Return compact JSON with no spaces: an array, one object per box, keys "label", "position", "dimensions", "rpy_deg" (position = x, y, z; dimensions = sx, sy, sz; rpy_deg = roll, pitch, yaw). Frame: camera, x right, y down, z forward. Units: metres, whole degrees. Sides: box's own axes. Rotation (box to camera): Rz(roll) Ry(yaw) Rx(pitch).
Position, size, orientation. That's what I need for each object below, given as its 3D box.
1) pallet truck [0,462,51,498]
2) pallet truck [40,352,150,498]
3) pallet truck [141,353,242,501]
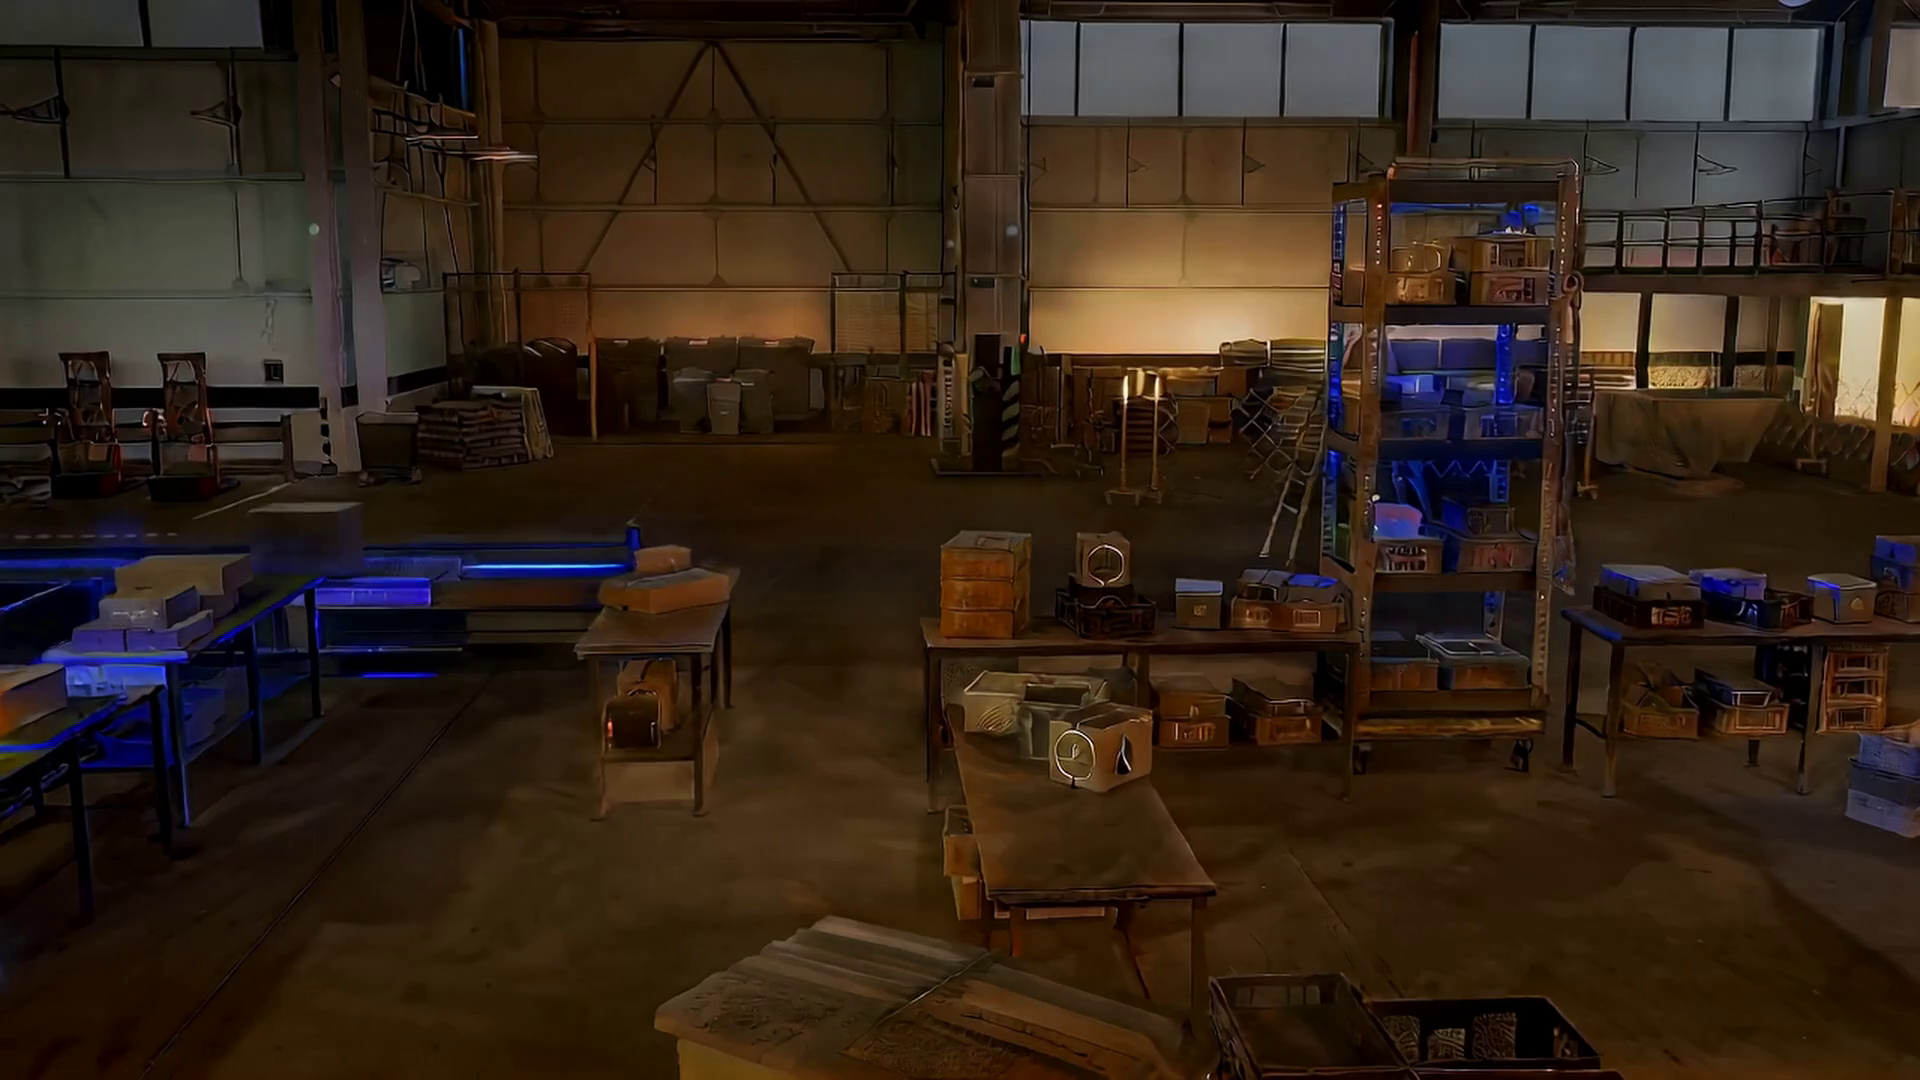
[{"label":"pallet truck","position":[-13.193,-1.293,23.148],"dimensions":[0.653,1.274,1.630],"rpy_deg":[-1,9,-4]},{"label":"pallet truck","position":[-11.907,-1.642,23.165],"dimensions":[0.823,1.965,1.885],"rpy_deg":[0,9,0]},{"label":"pallet truck","position":[-10.520,-1.604,22.925],"dimensions":[0.823,1.965,1.885],"rpy_deg":[-1,9,-6]}]
